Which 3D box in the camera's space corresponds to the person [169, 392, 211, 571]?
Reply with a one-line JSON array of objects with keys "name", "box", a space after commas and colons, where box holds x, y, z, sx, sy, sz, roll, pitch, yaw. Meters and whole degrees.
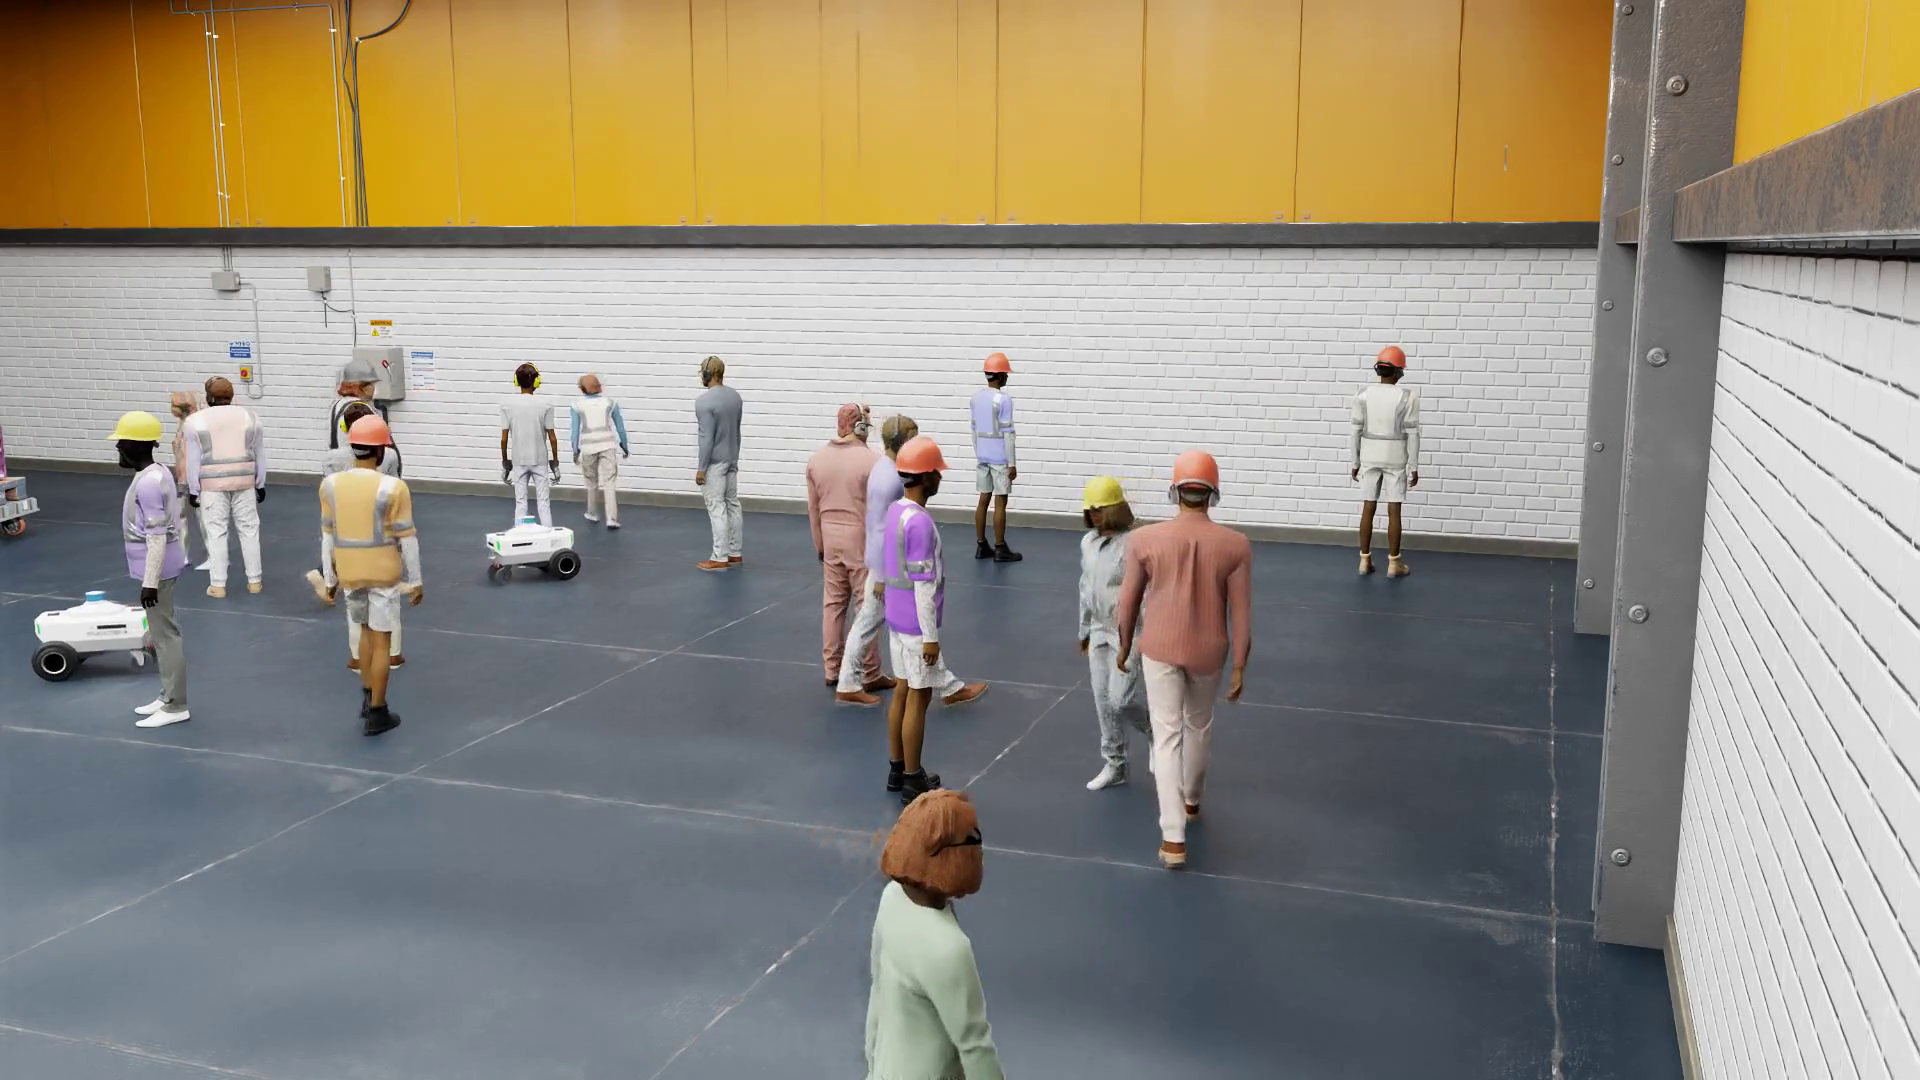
[{"name": "person", "box": [-6.954, -0.512, 14.858, 0.672, 1.613, 0.530, -5, 11, -27]}]

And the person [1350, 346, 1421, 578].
[{"name": "person", "box": [3.767, -0.693, 14.717, 0.615, 2.040, 0.391, 6, 12, 32]}]

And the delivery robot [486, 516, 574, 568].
[{"name": "delivery robot", "box": [-3.762, 0.032, 14.556, 0.707, 0.478, 0.477, -6, 12, -31]}]

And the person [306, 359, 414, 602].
[{"name": "person", "box": [-4.951, -0.493, 13.594, 0.863, 2.000, 0.678, -7, 12, -36]}]

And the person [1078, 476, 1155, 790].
[{"name": "person", "box": [0.856, 0.499, 8.895, 0.515, 1.719, 0.526, -8, 13, -39]}]

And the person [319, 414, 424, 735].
[{"name": "person", "box": [-3.516, 0.198, 10.054, 0.565, 1.914, 0.586, 2, 10, 9]}]

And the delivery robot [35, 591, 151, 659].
[{"name": "delivery robot", "box": [-5.909, 0.595, 11.390, 0.707, 0.478, 0.477, -3, 10, -17]}]

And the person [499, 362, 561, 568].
[{"name": "person", "box": [-3.900, -0.674, 15.103, 0.533, 1.868, 0.310, -1, 10, -5]}]

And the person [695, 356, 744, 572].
[{"name": "person", "box": [-2.175, -0.685, 14.963, 0.353, 1.937, 0.635, 4, 11, 24]}]

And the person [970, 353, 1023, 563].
[{"name": "person", "box": [0.334, -0.761, 15.397, 0.354, 1.939, 0.544, -9, 13, -40]}]

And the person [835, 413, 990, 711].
[{"name": "person", "box": [-0.336, 0.149, 10.412, 1.003, 1.882, 0.651, 0, 10, -1]}]

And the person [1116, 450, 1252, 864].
[{"name": "person", "box": [1.087, 0.537, 8.095, 0.623, 1.948, 1.018, 0, 10, 2]}]

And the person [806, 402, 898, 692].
[{"name": "person", "box": [-0.687, 0.047, 10.954, 0.636, 1.902, 0.406, 7, 12, 33]}]

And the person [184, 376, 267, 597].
[{"name": "person", "box": [-6.120, -0.446, 13.885, 0.633, 1.846, 0.429, -7, 13, -36]}]

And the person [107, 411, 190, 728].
[{"name": "person", "box": [-4.931, 0.174, 10.151, 0.361, 1.930, 0.589, -5, 11, -24]}]

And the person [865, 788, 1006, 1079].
[{"name": "person", "box": [0.009, 1.402, 4.183, 0.836, 1.596, 0.507, -2, 10, -14]}]

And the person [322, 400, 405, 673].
[{"name": "person", "box": [-4.089, -0.023, 11.431, 0.535, 1.869, 0.312, -5, 11, -26]}]

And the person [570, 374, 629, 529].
[{"name": "person", "box": [-3.739, -0.921, 17.286, 0.596, 1.591, 0.843, -3, 10, -15]}]

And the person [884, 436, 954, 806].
[{"name": "person", "box": [-0.208, 0.422, 8.732, 0.359, 1.937, 0.552, -3, 11, -17]}]
